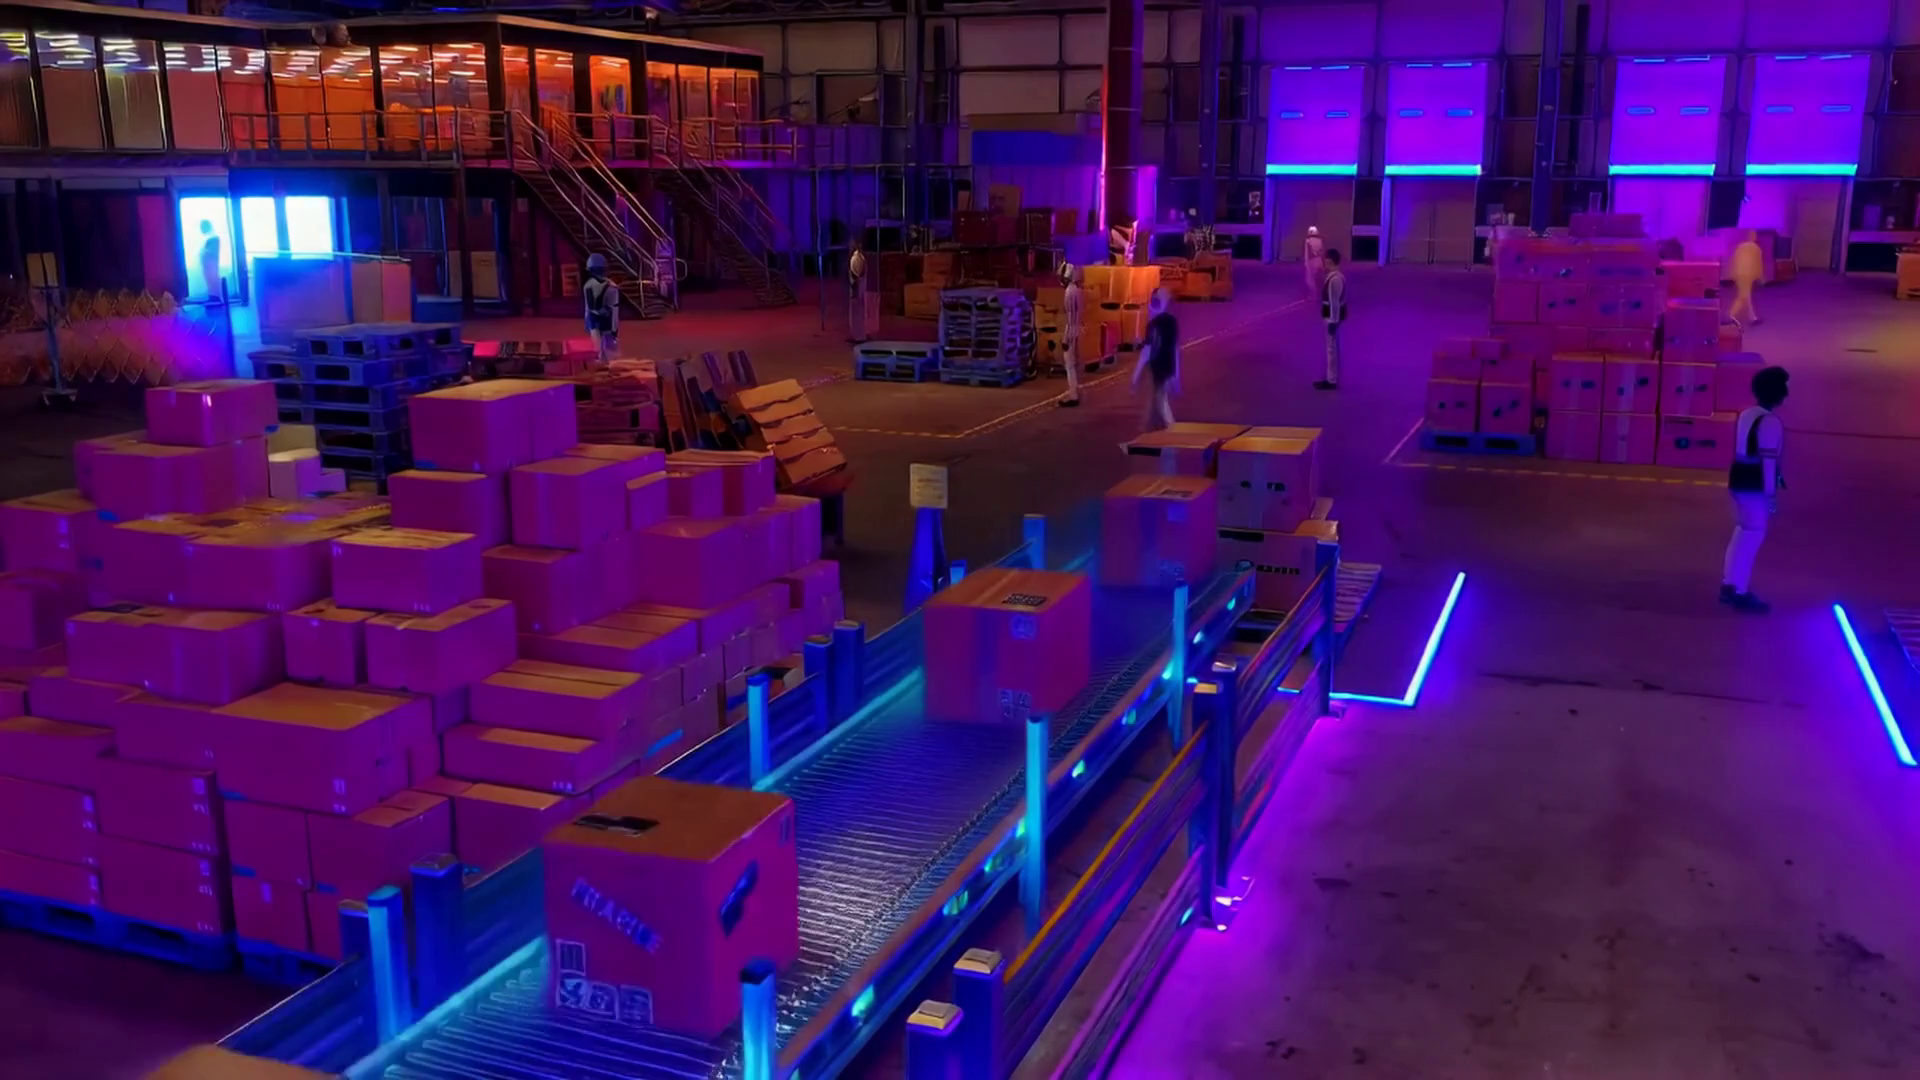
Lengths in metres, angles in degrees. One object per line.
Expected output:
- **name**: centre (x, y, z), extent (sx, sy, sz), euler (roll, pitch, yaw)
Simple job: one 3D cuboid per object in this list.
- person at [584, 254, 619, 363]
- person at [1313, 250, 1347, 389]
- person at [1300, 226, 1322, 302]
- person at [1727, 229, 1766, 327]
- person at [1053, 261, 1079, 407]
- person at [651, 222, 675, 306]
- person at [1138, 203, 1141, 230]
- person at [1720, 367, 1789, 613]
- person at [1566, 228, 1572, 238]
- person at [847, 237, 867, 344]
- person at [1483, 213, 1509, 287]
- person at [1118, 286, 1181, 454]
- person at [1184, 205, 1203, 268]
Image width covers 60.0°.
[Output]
- **person**: centre (-4.715, -2.784, 21.841), extent (0.539, 1.930, 0.385), euler (6, 14, 24)
- **person**: centre (5.151, -3.047, 23.023), extent (0.388, 1.921, 0.593), euler (1, 13, 6)
- **person**: centre (8.068, -6.325, 38.164), extent (0.503, 1.726, 0.402), euler (-6, 14, -24)
- **person**: centre (15.126, -4.998, 31.870), extent (1.032, 1.878, 0.651), euler (-3, 13, -15)
- **person**: centre (1.358, -2.627, 21.290), extent (0.321, 1.862, 0.511), euler (1, 13, 4)
- **person**: centre (-6.432, -5.967, 36.207), extent (0.577, 1.884, 0.353), euler (6, 14, 26)
- **person**: centre (5.611, -9.812, 53.199), extent (0.382, 1.995, 0.612), euler (-4, 13, -19)
- **person**: centre (5.474, -0.350, 11.457), extent (0.319, 1.693, 0.533), euler (2, 13, 8)
- **person**: centre (16.031, -7.492, 43.140), extent (0.622, 1.845, 0.429), euler (11, 17, 40)
- **person**: centre (-1.800, -4.331, 28.951), extent (0.344, 1.847, 0.504), euler (2, 13, 11)
- **person**: centre (13.596, -7.336, 42.278), extent (0.617, 1.904, 0.811), euler (-7, 15, -30)
- **person**: centre (1.942, -1.676, 17.075), extent (0.925, 1.826, 0.541), euler (10, 16, 38)
- **person**: centre (7.133, -9.274, 50.939), extent (0.594, 1.924, 0.379), euler (-3, 13, -14)
